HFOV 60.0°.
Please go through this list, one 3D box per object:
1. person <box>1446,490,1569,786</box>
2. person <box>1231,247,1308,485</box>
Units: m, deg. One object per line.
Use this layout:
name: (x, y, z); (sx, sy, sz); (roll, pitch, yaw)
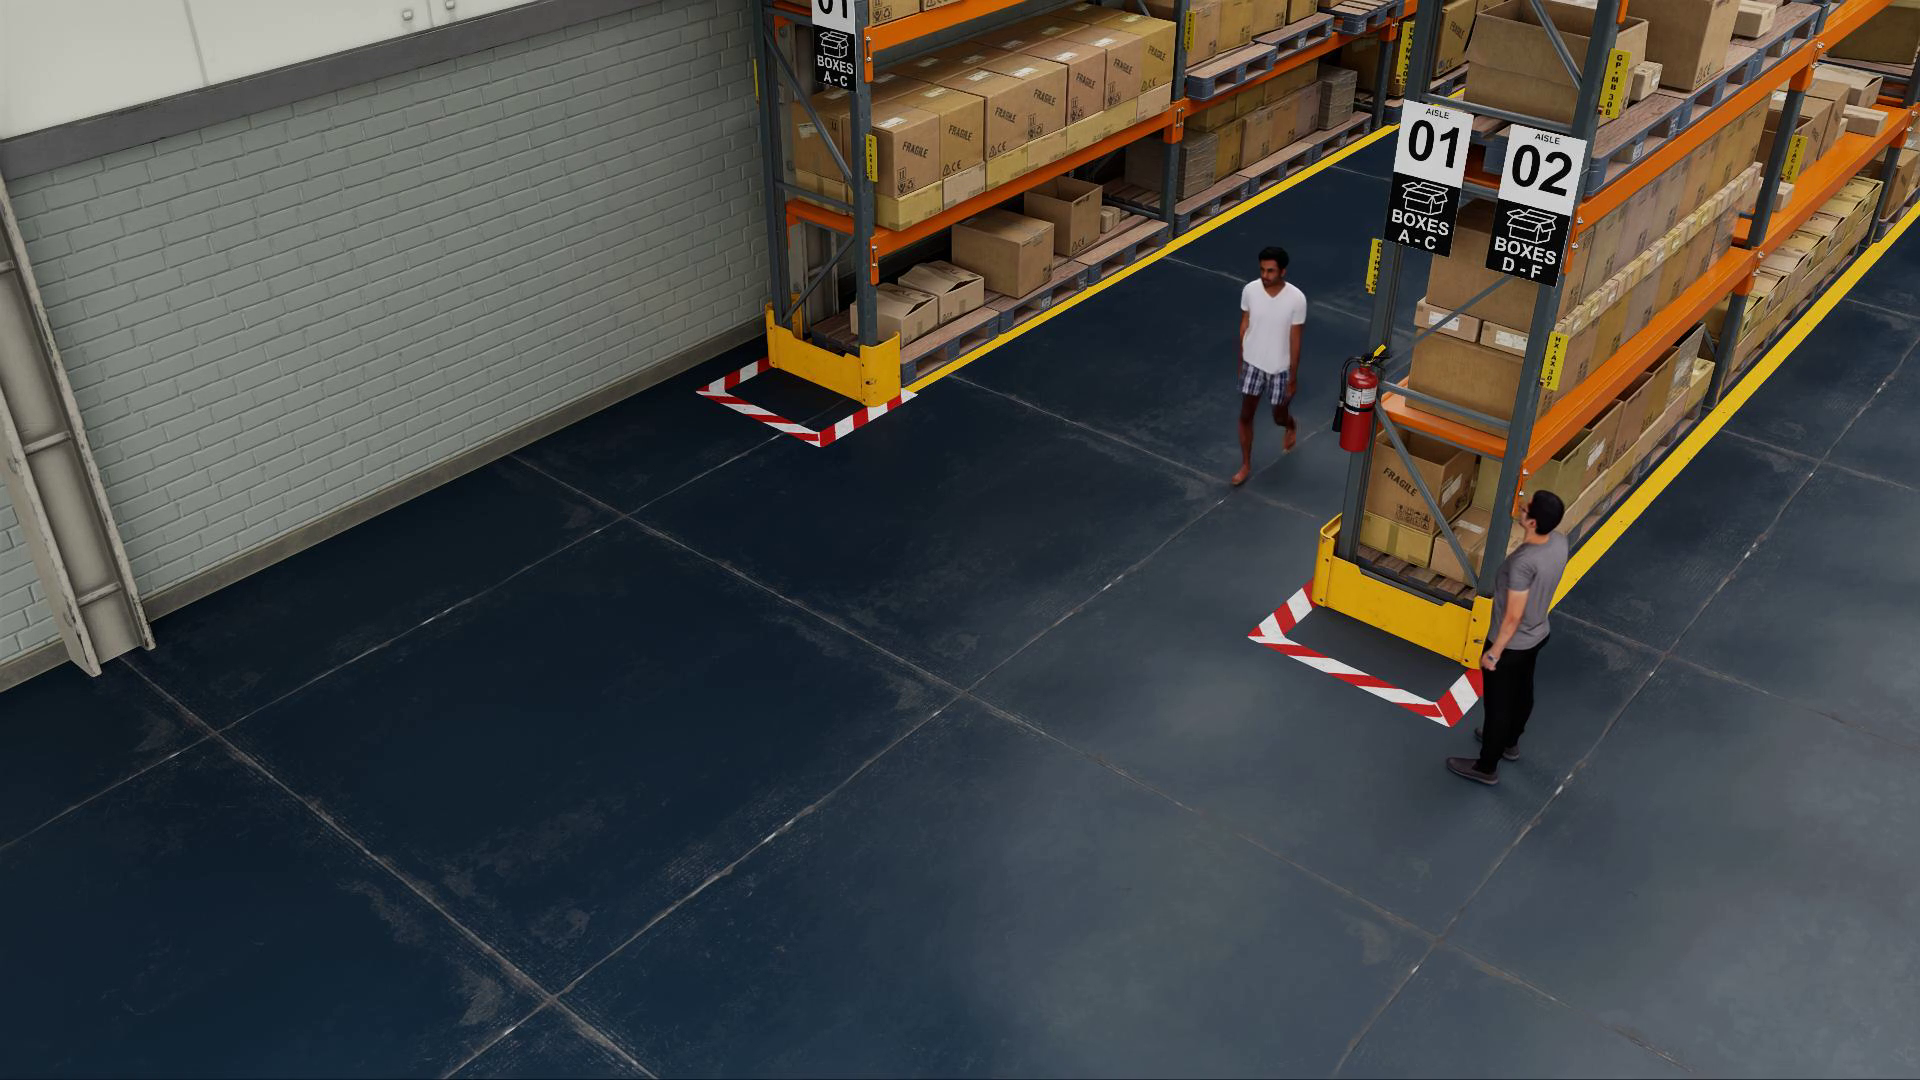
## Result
person: (2.907, 0.495, 8.674); (0.681, 1.754, 0.485); (27, 42, 35)
person: (2.145, -1.219, 11.353); (0.728, 1.705, 0.951); (18, 37, 26)
